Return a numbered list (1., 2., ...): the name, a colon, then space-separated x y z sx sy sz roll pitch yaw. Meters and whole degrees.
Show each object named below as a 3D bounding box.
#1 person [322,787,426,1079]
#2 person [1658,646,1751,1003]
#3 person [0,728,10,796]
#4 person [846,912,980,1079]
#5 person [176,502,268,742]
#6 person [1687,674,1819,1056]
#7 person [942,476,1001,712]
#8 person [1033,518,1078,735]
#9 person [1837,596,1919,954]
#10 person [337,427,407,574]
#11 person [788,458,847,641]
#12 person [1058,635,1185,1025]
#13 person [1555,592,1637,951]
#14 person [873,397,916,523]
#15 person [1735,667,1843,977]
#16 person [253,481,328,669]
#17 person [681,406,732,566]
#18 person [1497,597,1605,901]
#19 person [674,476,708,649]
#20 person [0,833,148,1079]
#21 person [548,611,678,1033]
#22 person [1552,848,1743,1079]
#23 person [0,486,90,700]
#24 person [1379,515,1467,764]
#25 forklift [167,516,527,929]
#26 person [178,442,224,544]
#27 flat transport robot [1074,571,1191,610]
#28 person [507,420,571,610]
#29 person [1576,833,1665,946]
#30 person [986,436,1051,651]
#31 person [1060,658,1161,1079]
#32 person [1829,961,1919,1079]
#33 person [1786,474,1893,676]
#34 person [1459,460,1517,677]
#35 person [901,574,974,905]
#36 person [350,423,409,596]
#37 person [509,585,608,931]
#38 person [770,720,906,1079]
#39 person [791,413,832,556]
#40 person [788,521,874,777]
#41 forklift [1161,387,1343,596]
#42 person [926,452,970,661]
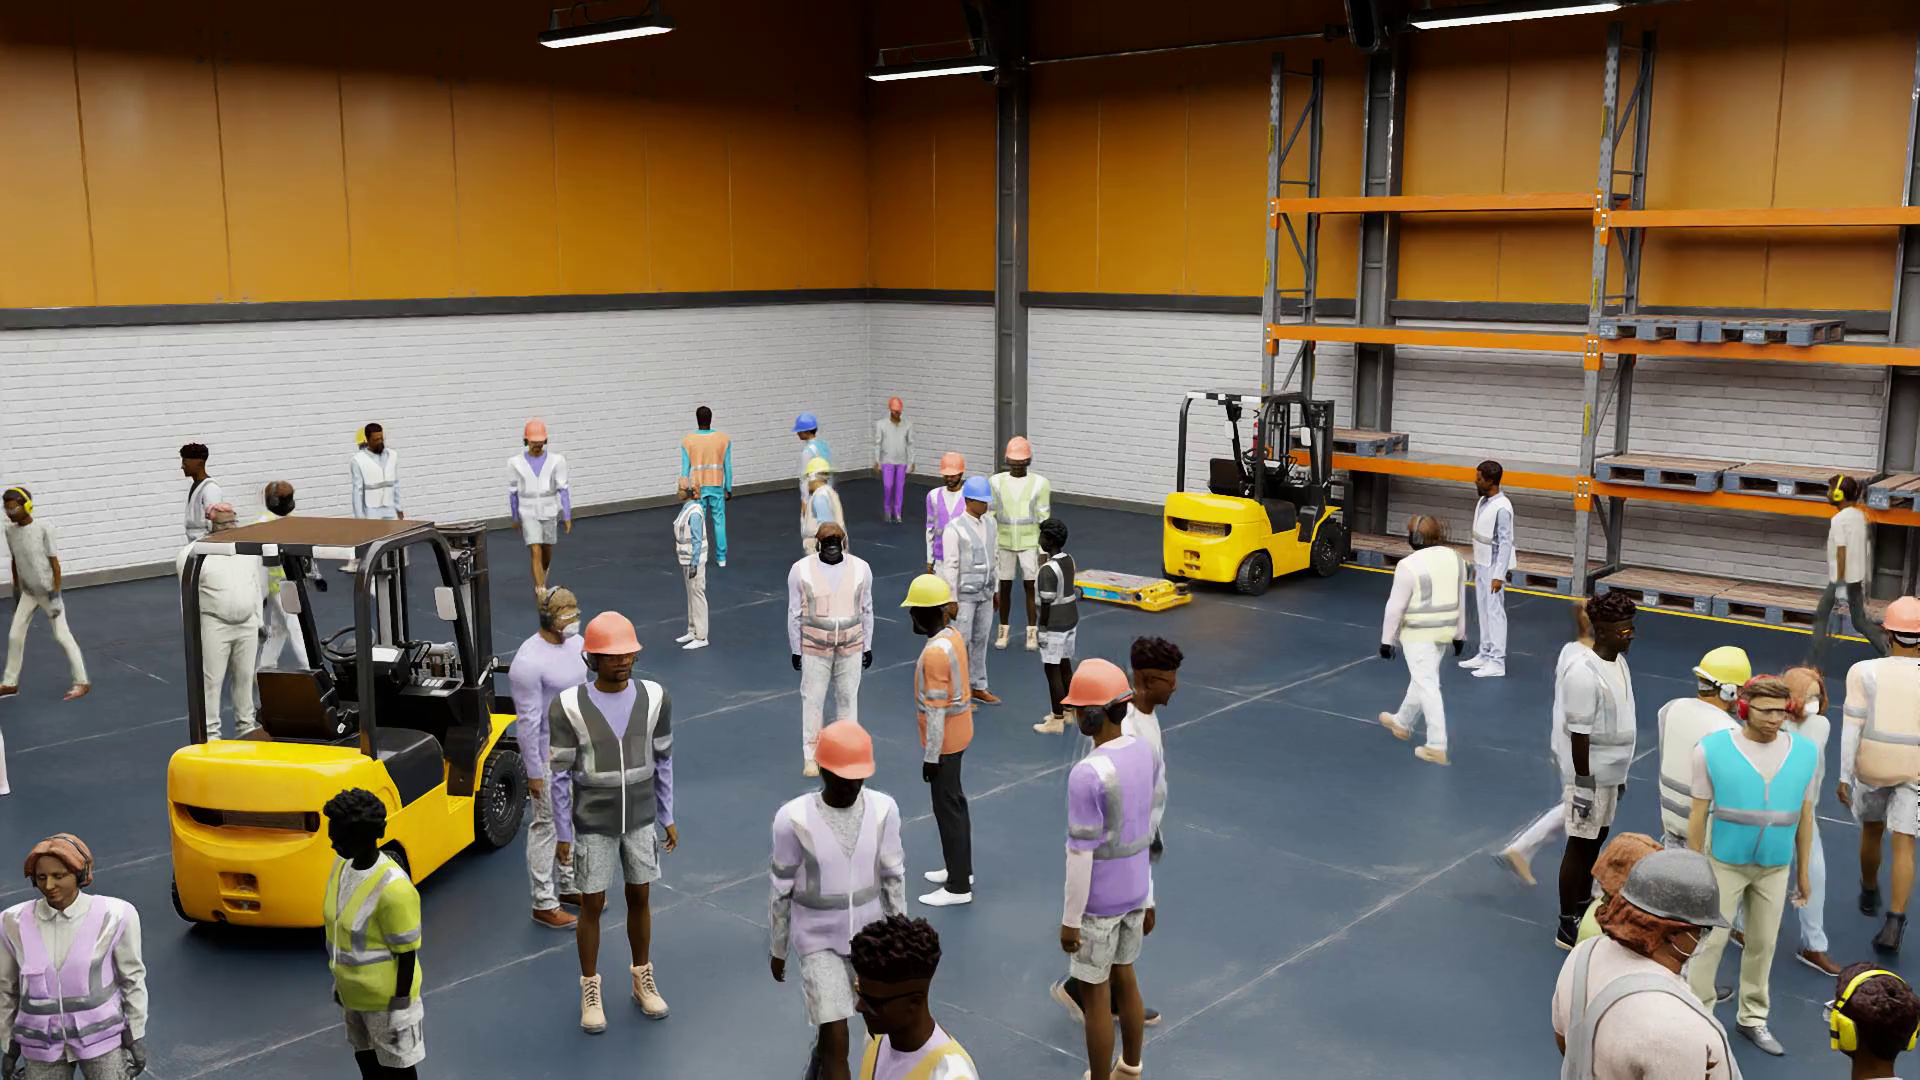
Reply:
1. person: -2.313 1.786 6.567 0.530 1.692 0.321 9 13 41
2. person: 3.721 1.419 8.313 0.403 1.817 0.605 -2 10 -14
3. person: -6.719 0.862 11.193 0.403 1.918 0.589 -2 10 -11
4. person: -0.133 1.985 4.689 0.372 1.957 0.595 -5 11 -24
5. person: -5.458 0.655 12.406 0.403 1.904 0.652 6 12 32
6. person: 3.658 1.505 7.756 0.563 1.839 0.381 0 10 1
7. person: 0.115 0.433 13.582 0.414 1.939 0.599 9 14 42
8. person: 0.742 0.667 12.956 0.321 1.690 0.531 5 11 25
9. person: 5.095 1.250 9.058 0.556 1.897 0.993 5 11 27
10. person: -6.793 -0.444 19.211 0.531 1.713 0.915 5 11 26
11. person: -1.354 0.122 15.820 0.670 1.777 0.664 2 10 13
12. person: 0.828 1.411 8.007 0.466 1.935 0.616 2 10 12
13. person: 3.423 1.236 8.918 0.367 1.966 0.607 8 13 37
14. person: -0.874 -1.089 22.784 0.588 1.737 0.454 -3 10 -17
15. person: 4.338 1.461 8.650 0.497 1.606 0.693 -2 10 -11
16. person: -5.726 0.386 14.225 0.745 1.815 0.631 0 10 1
17. person: -2.991 -0.625 19.680 0.590 1.911 0.401 -3 10 -14
18. person: 3.490 1.213 9.444 0.603 1.830 0.519 1 10 4
19. person: -2.531 0.207 15.703 0.309 1.641 0.514 -3 10 -18
20. person: -3.287 1.880 6.179 0.514 1.642 0.311 -3 10 -15
21. person: -1.664 1.348 8.052 0.613 2.048 0.362 -5 11 -28
22. person: 2.084 1.888 4.995 0.537 2.000 0.678 -1 10 -5
23. person: -7.747 0.442 13.871 0.677 1.833 0.485 2 10 14
24. person: 3.395 0.701 12.433 0.652 1.795 0.933 -6 11 -30
25. forklift: -3.583 0.976 9.748 1.214 2.155 2.313 2 10 11
26. person: -7.116 0.052 15.697 0.378 1.962 0.609 -8 13 -38
27. flat transport robot: 1.693 0.519 17.826 1.431 0.197 0.652 8 13 38
28. person: -4.477 -0.310 17.693 0.618 1.994 1.063 -3 10 -18
29. person: 2.462 1.872 6.281 0.500 1.623 0.305 -9 13 -41
30. person: 0.541 0.040 15.547 0.606 2.035 0.410 2 10 10
31. person: 0.611 1.511 7.181 0.411 2.032 0.611 7 12 35
32. person: 2.426 2.061 4.538 0.512 1.861 0.325 -2 10 -11
33. person: 7.737 0.362 14.365 0.555 1.820 0.948 -7 12 -34
34. person: 4.696 0.249 14.685 0.383 1.914 0.591 0 10 0
35. person: -0.131 1.142 9.630 0.425 1.913 0.603 1 10 5
36. person: -6.326 -0.335 18.052 0.409 1.901 0.607 6 12 31
37. person: -2.242 1.197 9.257 0.379 1.931 0.635 3 10 18
38. person: -0.503 1.634 6.934 0.544 1.879 1.012 -5 11 -25
39. person: -1.620 -0.486 18.908 0.520 1.923 0.641 3 10 16
40. person: -0.916 0.773 11.914 0.625 1.844 0.429 -3 10 -15
41. forklift: 3.298 -0.608 18.767 1.214 2.155 2.313 9 13 42
42. person: -0.060 0.149 15.222 0.544 1.930 0.389 3 10 16
